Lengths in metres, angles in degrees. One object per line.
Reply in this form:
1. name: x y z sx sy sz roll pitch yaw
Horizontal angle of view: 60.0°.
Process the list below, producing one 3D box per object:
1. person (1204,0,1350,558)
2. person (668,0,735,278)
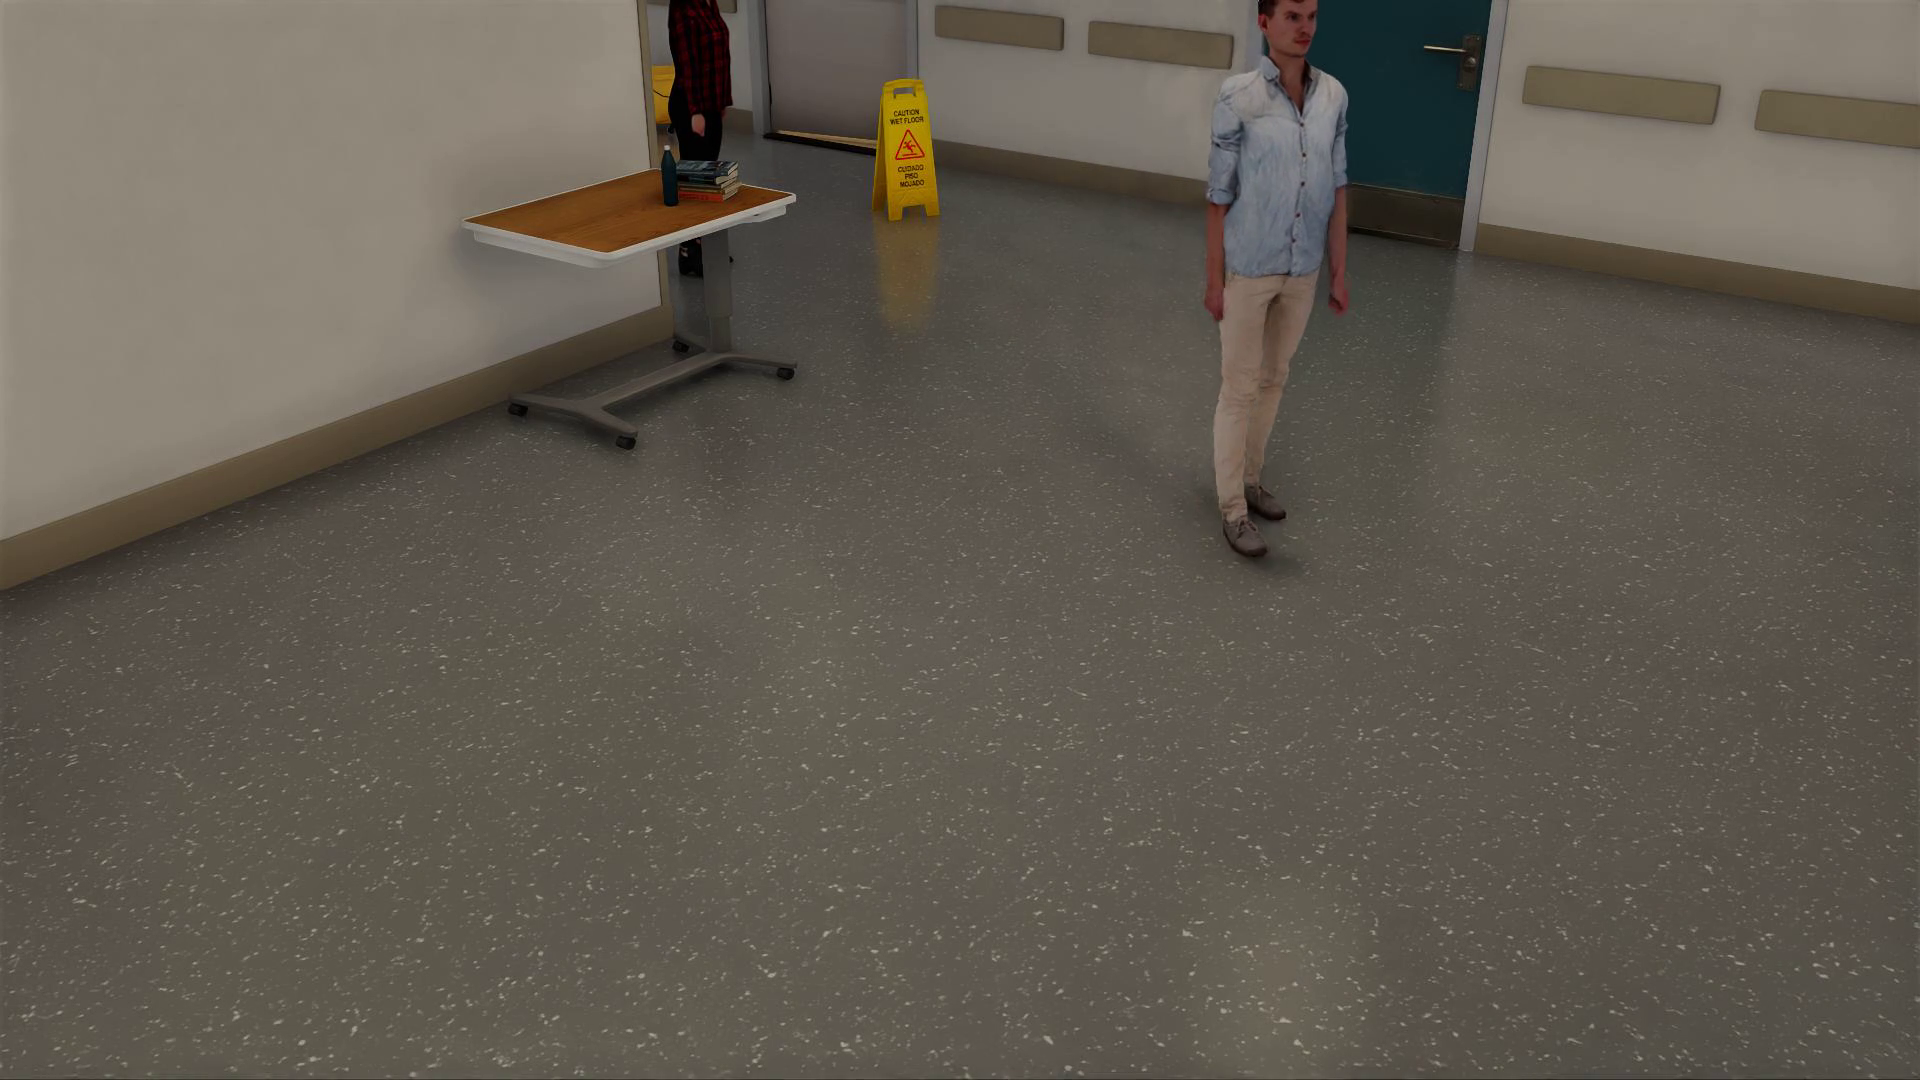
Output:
1. person: 1.008 -0.924 5.508 0.850 1.850 0.919 -10 27 -20
2. person: -1.320 -2.150 8.281 0.648 1.649 0.654 5 26 10
